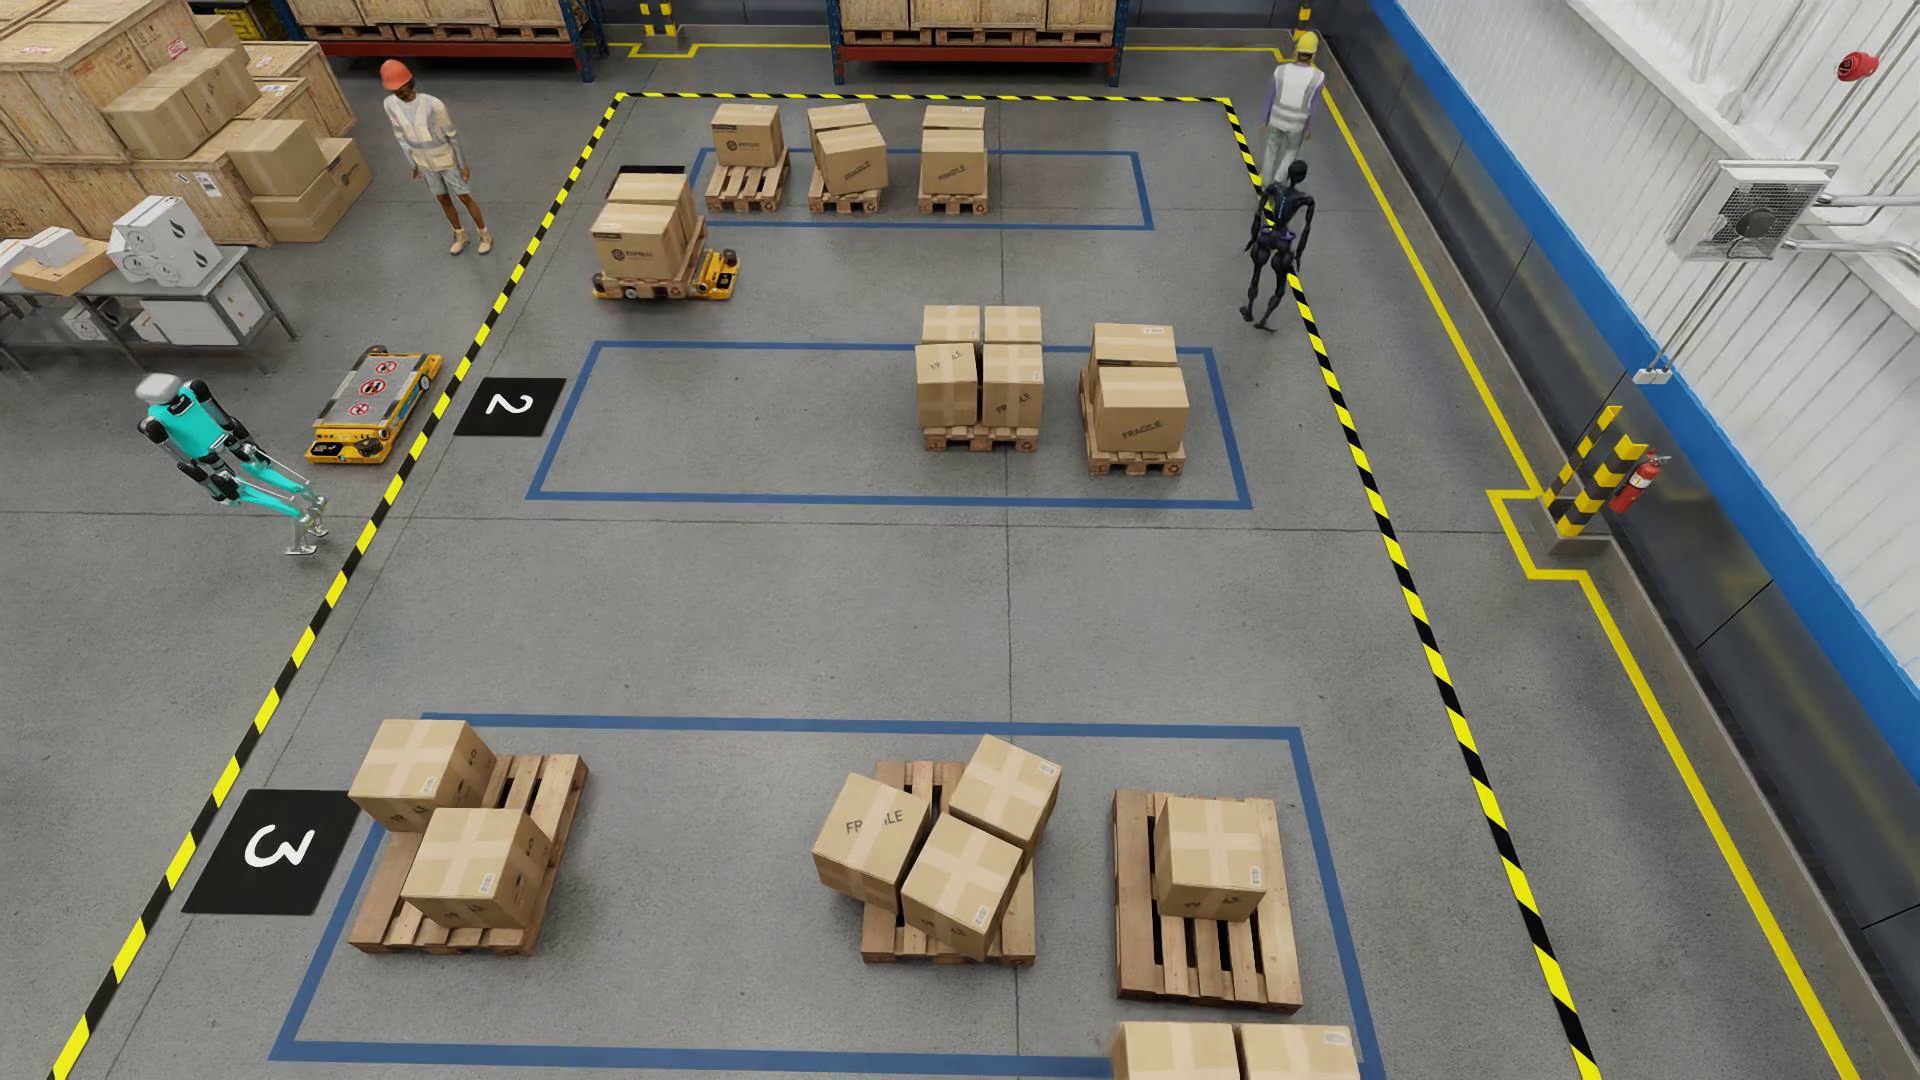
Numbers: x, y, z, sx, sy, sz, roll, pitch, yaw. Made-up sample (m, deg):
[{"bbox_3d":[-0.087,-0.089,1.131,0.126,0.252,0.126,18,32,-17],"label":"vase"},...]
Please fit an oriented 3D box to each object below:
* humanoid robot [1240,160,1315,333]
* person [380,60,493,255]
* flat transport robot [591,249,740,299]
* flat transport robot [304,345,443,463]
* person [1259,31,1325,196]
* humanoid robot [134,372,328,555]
[{"bbox_3d":[3.007,-2.795,8.813,0.602,1.647,0.464,31,56,24],"label":"humanoid robot"},{"bbox_3d":[-5.447,-3.920,9.524,0.614,2.040,0.379,0,50,0],"label":"person"},{"bbox_3d":[-3.122,-2.846,9.757,1.431,0.197,0.652,1,50,1],"label":"flat transport robot"},{"bbox_3d":[-5.383,-1.269,8.441,0.659,0.231,1.431,1,50,1],"label":"flat transport robot"},{"bbox_3d":[3.724,-4.776,10.393,0.607,1.813,0.442,24,54,19],"label":"person"},{"bbox_3d":[-5.177,-0.498,6.741,0.735,1.673,0.533,8,50,7],"label":"humanoid robot"}]
